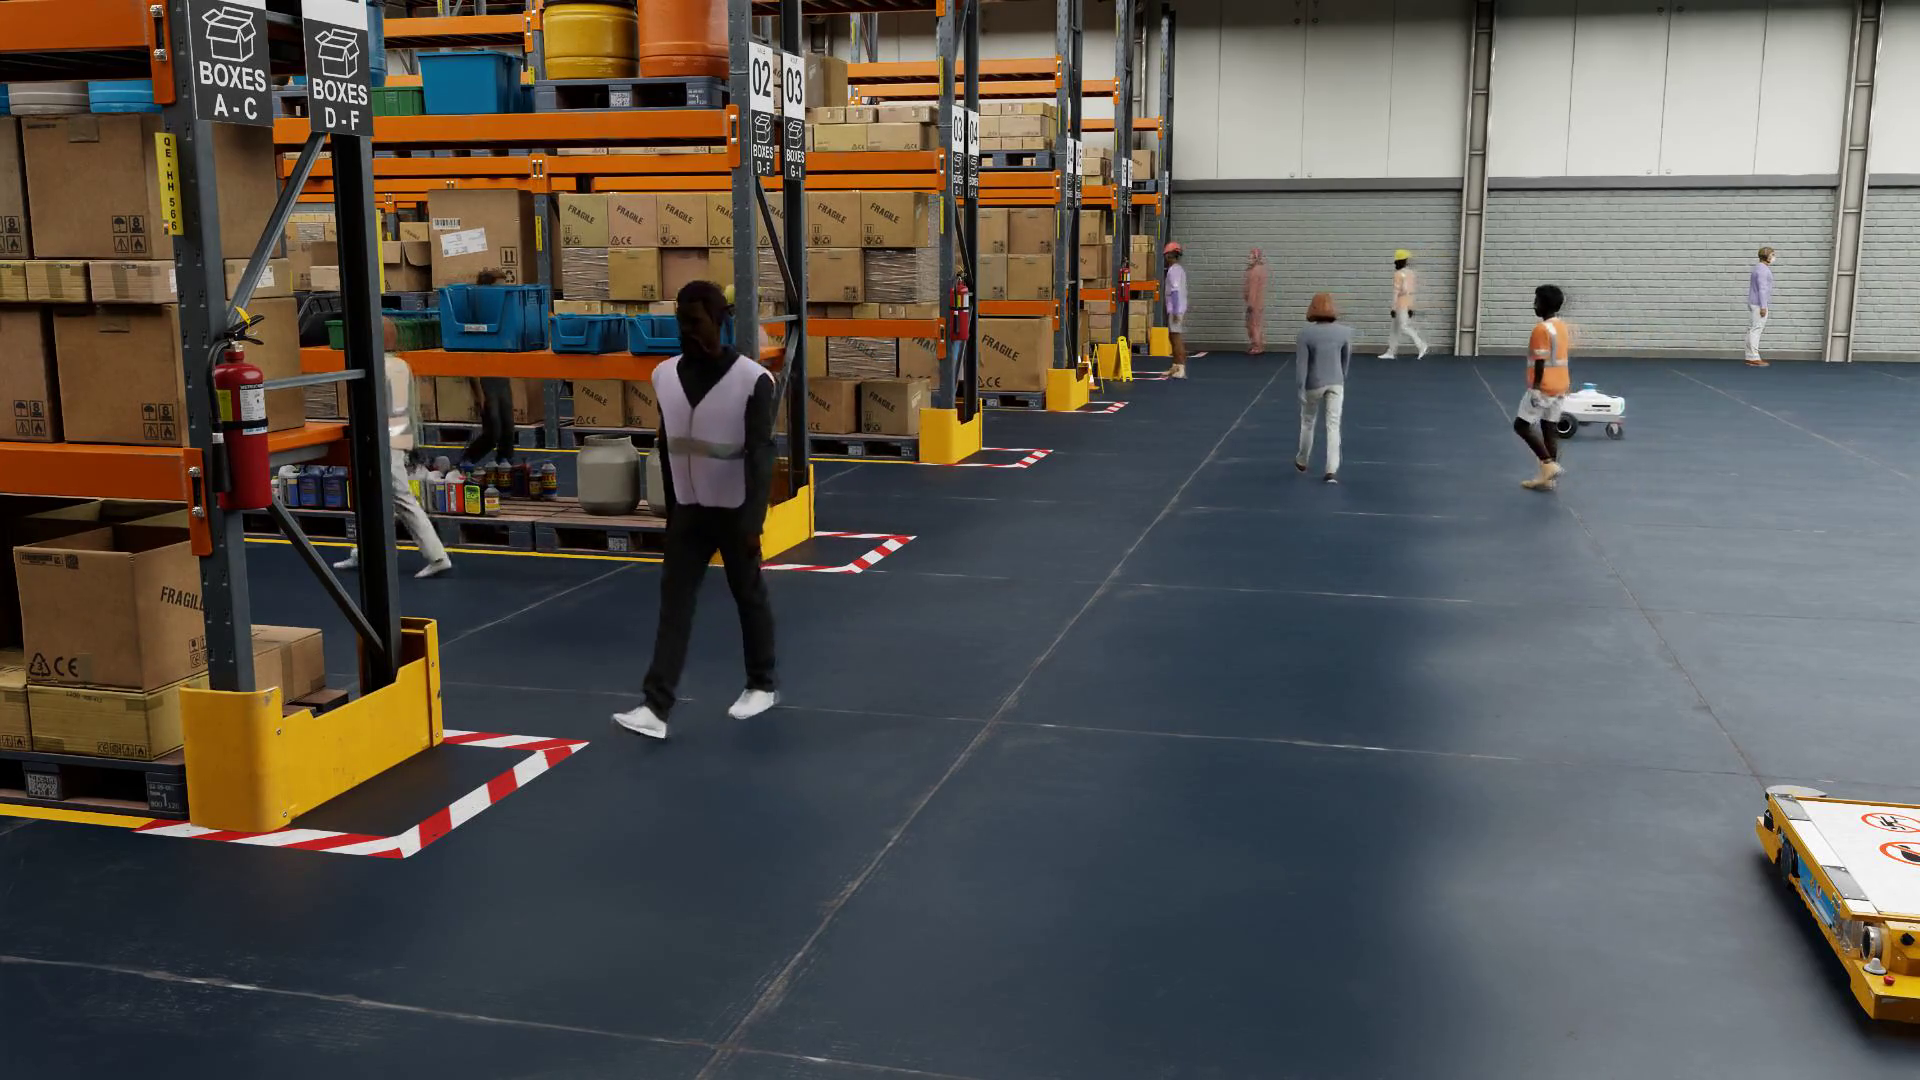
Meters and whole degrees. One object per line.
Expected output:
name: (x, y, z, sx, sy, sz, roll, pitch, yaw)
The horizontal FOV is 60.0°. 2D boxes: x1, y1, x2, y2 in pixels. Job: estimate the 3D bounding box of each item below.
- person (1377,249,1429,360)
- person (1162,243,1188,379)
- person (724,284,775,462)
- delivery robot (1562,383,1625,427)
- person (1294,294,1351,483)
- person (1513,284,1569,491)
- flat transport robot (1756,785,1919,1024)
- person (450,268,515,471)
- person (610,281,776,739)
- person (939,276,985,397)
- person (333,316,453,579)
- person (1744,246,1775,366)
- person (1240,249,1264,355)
person: (7.616, -4.017, 28.408, 0.870, 1.895, 0.592, 7, 12, 33)
person: (3.183, -3.392, 24.668, 0.468, 1.996, 0.776, 3, 11, 14)
person: (-1.434, -0.986, 12.062, 0.640, 1.735, 0.540, 3, 11, 17)
delivery robot: (6.503, -1.380, 17.239, 0.707, 0.478, 0.477, 3, 11, 16)
person: (3.081, -1.300, 14.206, 0.495, 1.585, 0.872, 0, 10, -2)
person: (4.741, -1.230, 13.517, 0.368, 1.684, 0.556, 9, 13, 39)
flat transport robot: (2.841, 1.041, 4.873, 0.652, 0.197, 1.431, 3, 11, 14)
person: (-3.628, -1.169, 12.784, 0.589, 1.833, 0.538, 3, 11, 16)
person: (-1.053, -0.113, 6.831, 0.621, 1.864, 0.982, 5, 11, 26)
person: (0.028, -1.836, 16.926, 0.619, 1.668, 0.548, 6, 12, 28)
person: (-3.459, -0.556, 10.060, 0.845, 1.599, 0.513, 1, 10, 7)
person: (13.008, -3.795, 27.045, 0.371, 1.940, 0.627, 3, 11, 16)
person: (5.193, -4.209, 29.526, 0.434, 1.881, 0.687, 2, 10, 10)
